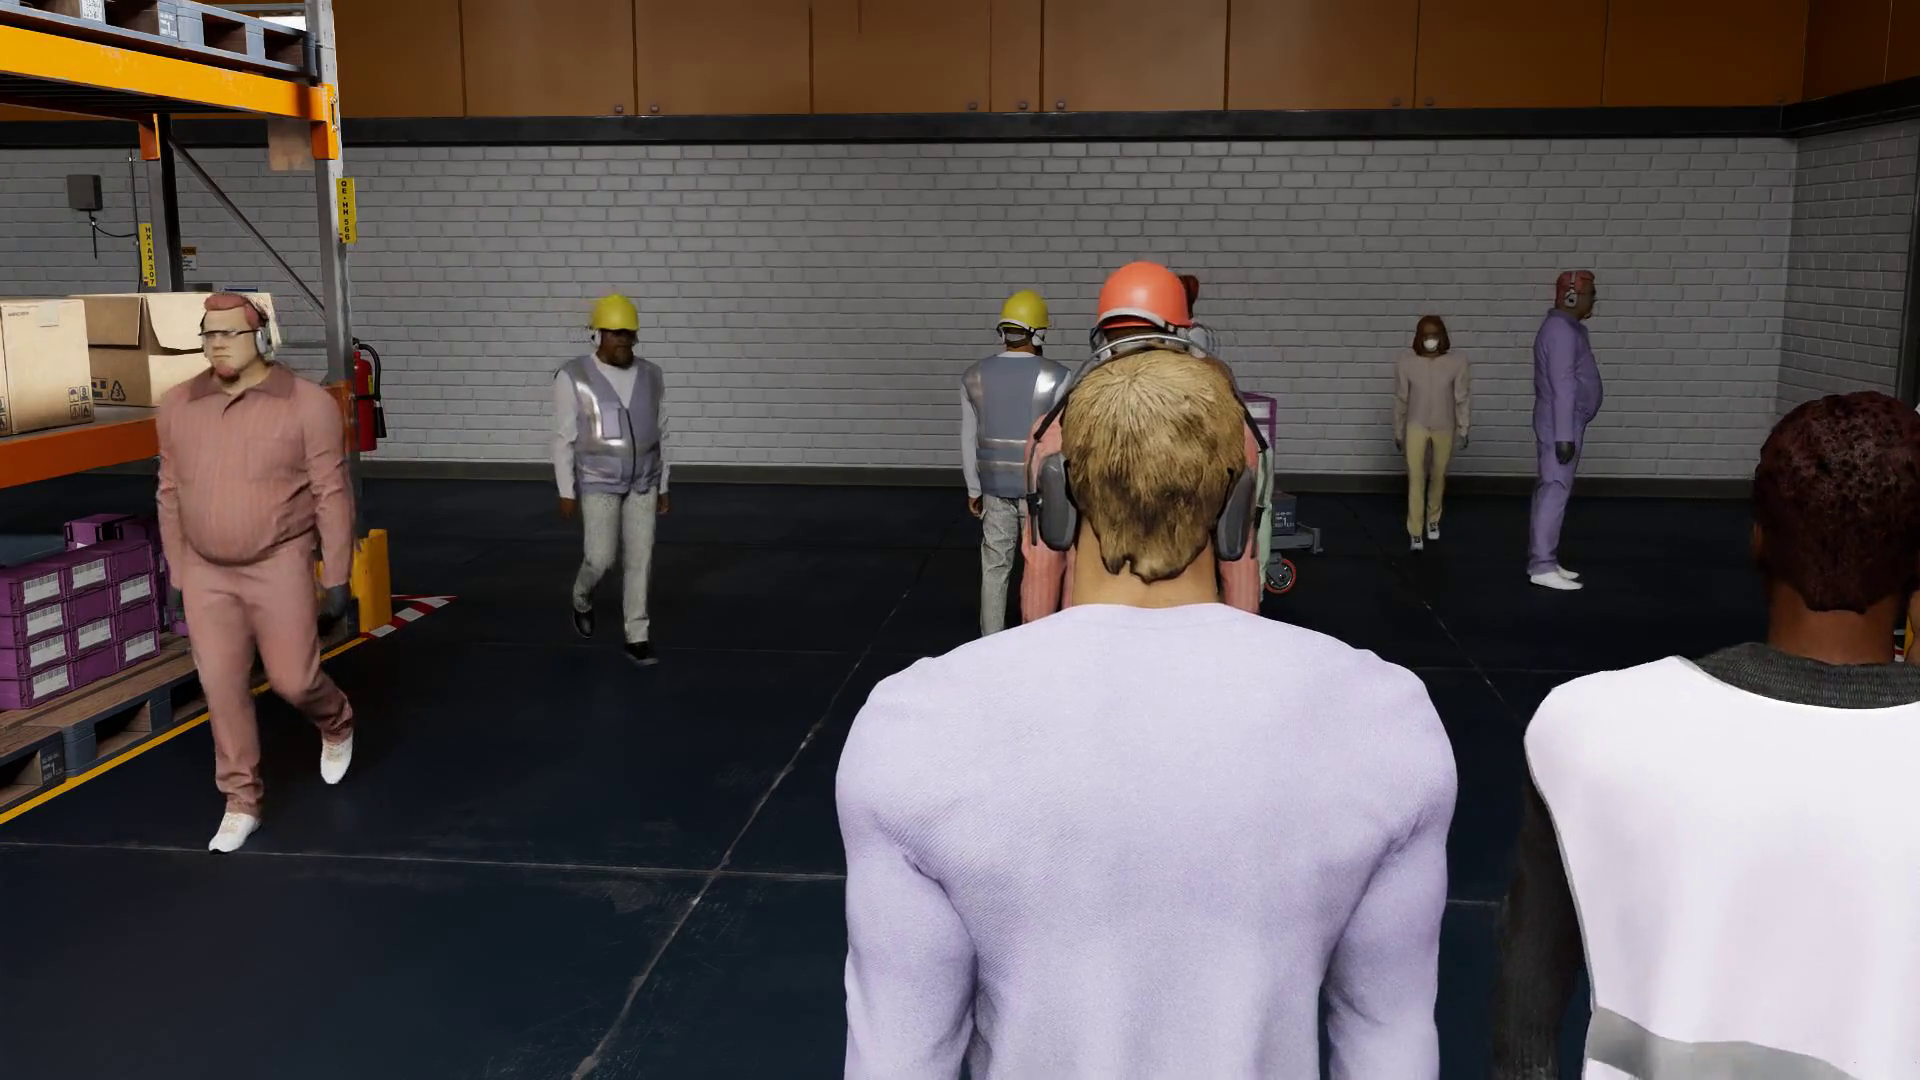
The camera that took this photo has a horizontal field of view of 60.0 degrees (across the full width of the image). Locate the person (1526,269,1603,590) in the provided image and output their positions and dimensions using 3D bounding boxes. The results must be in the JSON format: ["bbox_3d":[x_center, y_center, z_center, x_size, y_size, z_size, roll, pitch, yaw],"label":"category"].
[{"bbox_3d":[3.640,-0.665,10.002,0.403,1.906,0.651,3,10,15],"label":"person"}]

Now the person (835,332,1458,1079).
[{"bbox_3d":[0.188,0.754,1.786,0.629,1.939,0.371,-1,10,-3],"label":"person"}]

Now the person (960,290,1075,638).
[{"bbox_3d":[0.301,-0.263,7.911,0.599,1.832,0.404,4,11,24],"label":"person"}]

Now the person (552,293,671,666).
[{"bbox_3d":[-1.707,-0.302,8.176,0.609,1.816,0.605,-7,12,-36],"label":"person"}]

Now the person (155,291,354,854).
[{"bbox_3d":[-2.433,0.081,5.795,0.650,1.887,0.709,0,10,1],"label":"person"}]

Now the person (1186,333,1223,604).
[{"bbox_3d":[0.583,0.231,5.064,0.429,1.839,0.634,-2,10,-12],"label":"person"}]

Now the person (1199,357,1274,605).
[{"bbox_3d":[0.926,0.124,6.298,0.497,1.626,0.288,1,10,3],"label":"person"}]

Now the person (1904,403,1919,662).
[{"bbox_3d":[2.889,0.238,4.451,0.677,2.000,0.536,0,10,-1],"label":"person"}]

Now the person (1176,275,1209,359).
[{"bbox_3d":[1.538,-0.829,11.067,0.677,1.865,0.593,-1,10,-5],"label":"person"}]

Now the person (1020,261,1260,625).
[{"bbox_3d":[0.461,0.287,4.308,0.616,1.990,0.393,0,10,-1],"label":"person"}]

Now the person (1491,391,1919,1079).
[{"bbox_3d":[0.928,0.761,1.947,0.614,1.863,0.998,5,11,25],"label":"person"}]

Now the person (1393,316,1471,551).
[{"bbox_3d":[3.210,-0.740,11.360,0.504,1.580,0.898,2,10,12],"label":"person"}]
